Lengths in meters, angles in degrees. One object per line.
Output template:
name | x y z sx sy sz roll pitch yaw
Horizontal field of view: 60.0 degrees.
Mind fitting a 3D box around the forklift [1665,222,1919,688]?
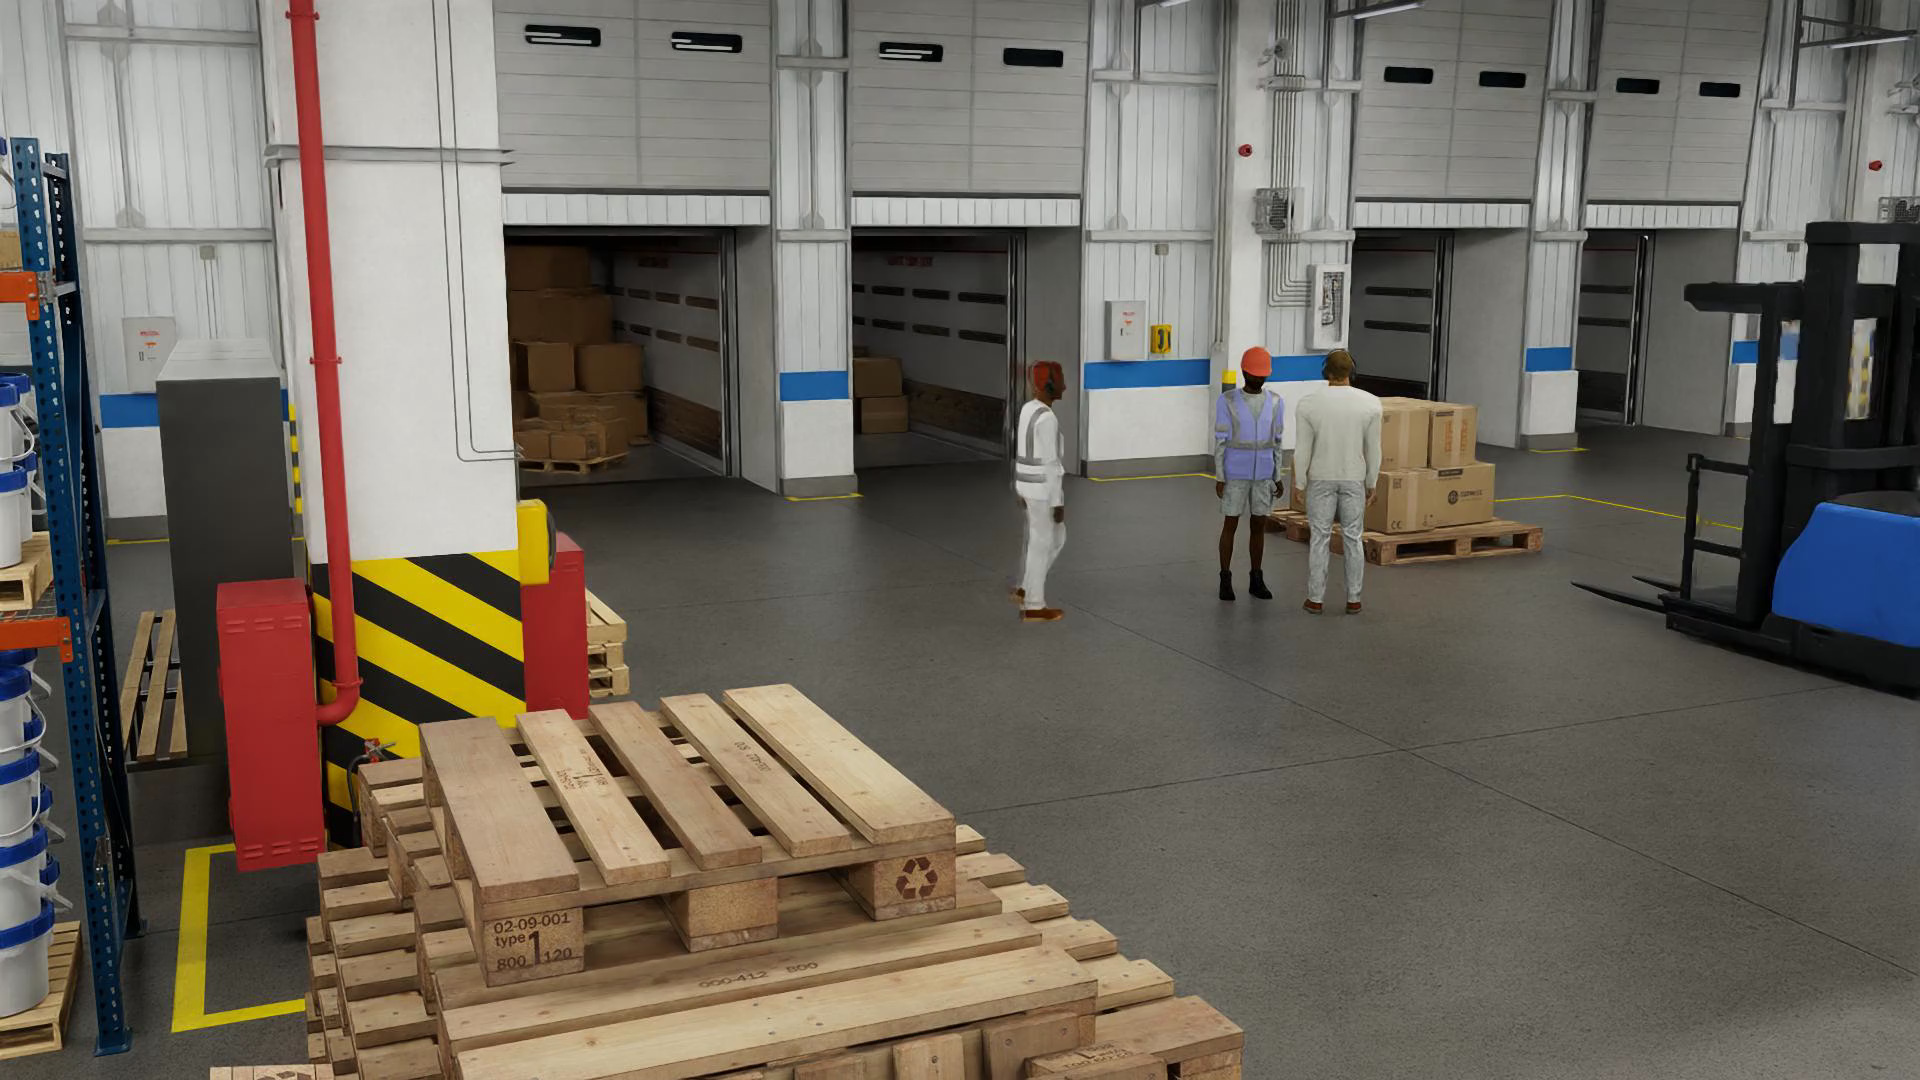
forklift | 5.764 -0.627 10.642 1.129 2.768 1.873 -4 11 -23

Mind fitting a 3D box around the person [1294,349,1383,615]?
person | 2.727 -0.412 12.068 0.628 1.935 0.373 1 10 5

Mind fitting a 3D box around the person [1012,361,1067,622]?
person | 0.606 -0.333 11.799 0.417 1.870 0.614 -2 10 -11

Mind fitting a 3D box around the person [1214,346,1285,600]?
person | 2.192 -0.500 12.563 0.543 1.931 0.371 -2 10 -9
